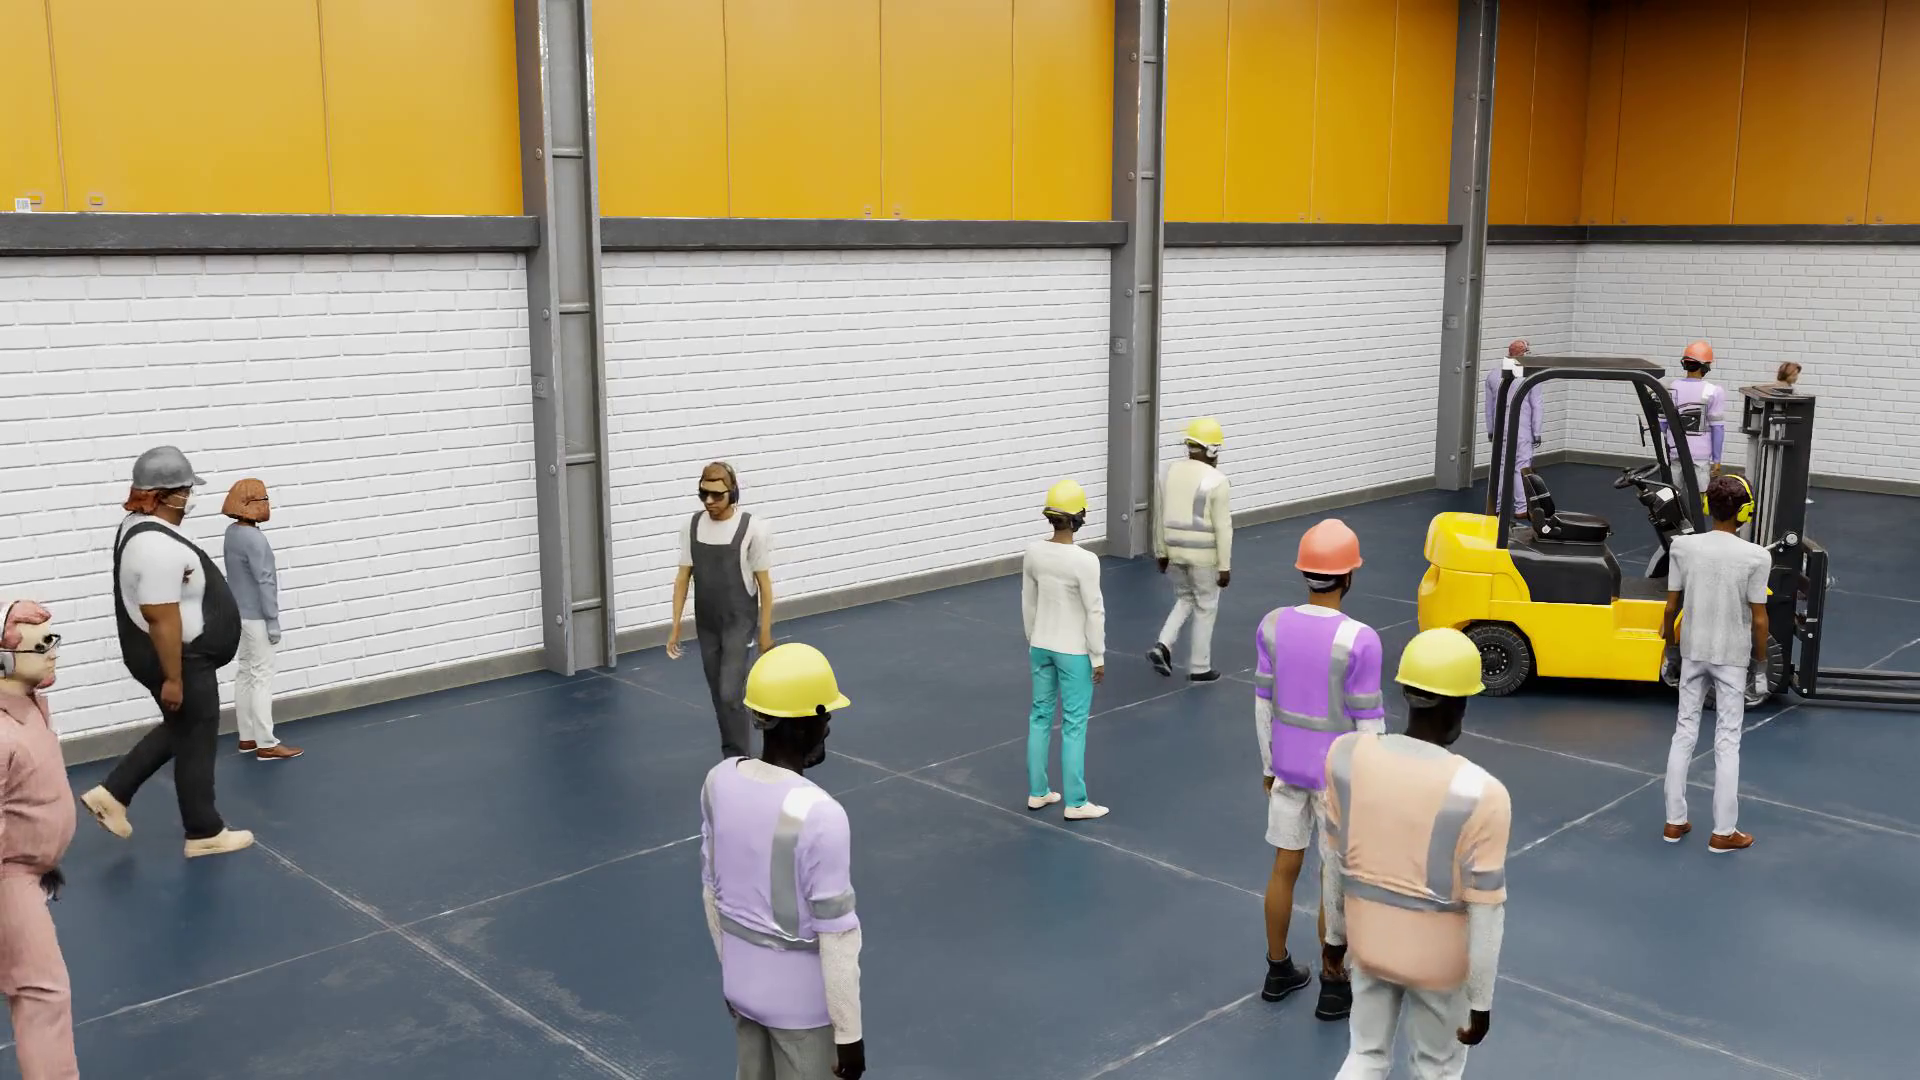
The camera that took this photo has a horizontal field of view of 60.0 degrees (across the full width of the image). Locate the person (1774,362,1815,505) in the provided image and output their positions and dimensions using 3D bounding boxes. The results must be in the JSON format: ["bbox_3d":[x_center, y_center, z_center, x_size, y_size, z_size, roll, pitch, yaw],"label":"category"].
[{"bbox_3d":[9.192,-1.168,18.483,0.511,1.607,0.741,-7,12,-33],"label":"person"}]

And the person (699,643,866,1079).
[{"bbox_3d":[-0.464,1.225,4.574,0.366,1.927,0.591,-10,14,-44],"label":"person"}]

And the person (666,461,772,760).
[{"bbox_3d":[-1.294,0.485,8.893,0.508,1.822,0.588,4,11,23],"label":"person"}]

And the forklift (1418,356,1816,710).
[{"bbox_3d":[4.276,-0.101,11.076,2.313,2.155,1.214,2,11,13],"label":"forklift"}]

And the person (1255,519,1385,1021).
[{"bbox_3d":[1.394,0.880,6.415,0.347,1.942,0.548,-10,14,-44],"label":"person"}]

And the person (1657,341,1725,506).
[{"bbox_3d":[6.723,-0.803,15.317,0.374,2.043,0.611,-10,14,-44],"label":"person"}]

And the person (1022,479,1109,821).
[{"bbox_3d":[0.543,0.566,8.596,0.303,1.772,0.530,-10,14,-44],"label":"person"}]

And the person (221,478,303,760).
[{"bbox_3d":[-4.053,0.452,9.590,0.279,1.633,0.504,-10,14,-44],"label":"person"}]

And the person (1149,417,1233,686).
[{"bbox_3d":[1.555,0.090,11.062,0.474,1.813,0.614,-8,13,-38],"label":"person"}]

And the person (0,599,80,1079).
[{"bbox_3d":[-3.095,1.114,5.391,0.664,1.870,0.659,-5,12,-25],"label":"person"}]

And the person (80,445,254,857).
[{"bbox_3d":[-3.820,0.542,7.986,0.700,2.000,0.682,-7,13,-34],"label":"person"}]

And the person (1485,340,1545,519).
[{"bbox_3d":[5.919,-1.177,17.728,0.409,1.908,0.647,-10,14,-44],"label":"person"}]

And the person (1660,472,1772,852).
[{"bbox_3d":[3.708,0.596,8.160,0.324,1.871,0.526,-10,14,-44],"label":"person"}]

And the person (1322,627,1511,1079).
[{"bbox_3d":[1.268,1.193,4.809,0.593,1.904,0.682,10,14,42],"label":"person"}]

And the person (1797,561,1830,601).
[{"bbox_3d":[6.582,-0.335,13.370,0.767,1.831,0.576,0,10,-1],"label":"person"}]
